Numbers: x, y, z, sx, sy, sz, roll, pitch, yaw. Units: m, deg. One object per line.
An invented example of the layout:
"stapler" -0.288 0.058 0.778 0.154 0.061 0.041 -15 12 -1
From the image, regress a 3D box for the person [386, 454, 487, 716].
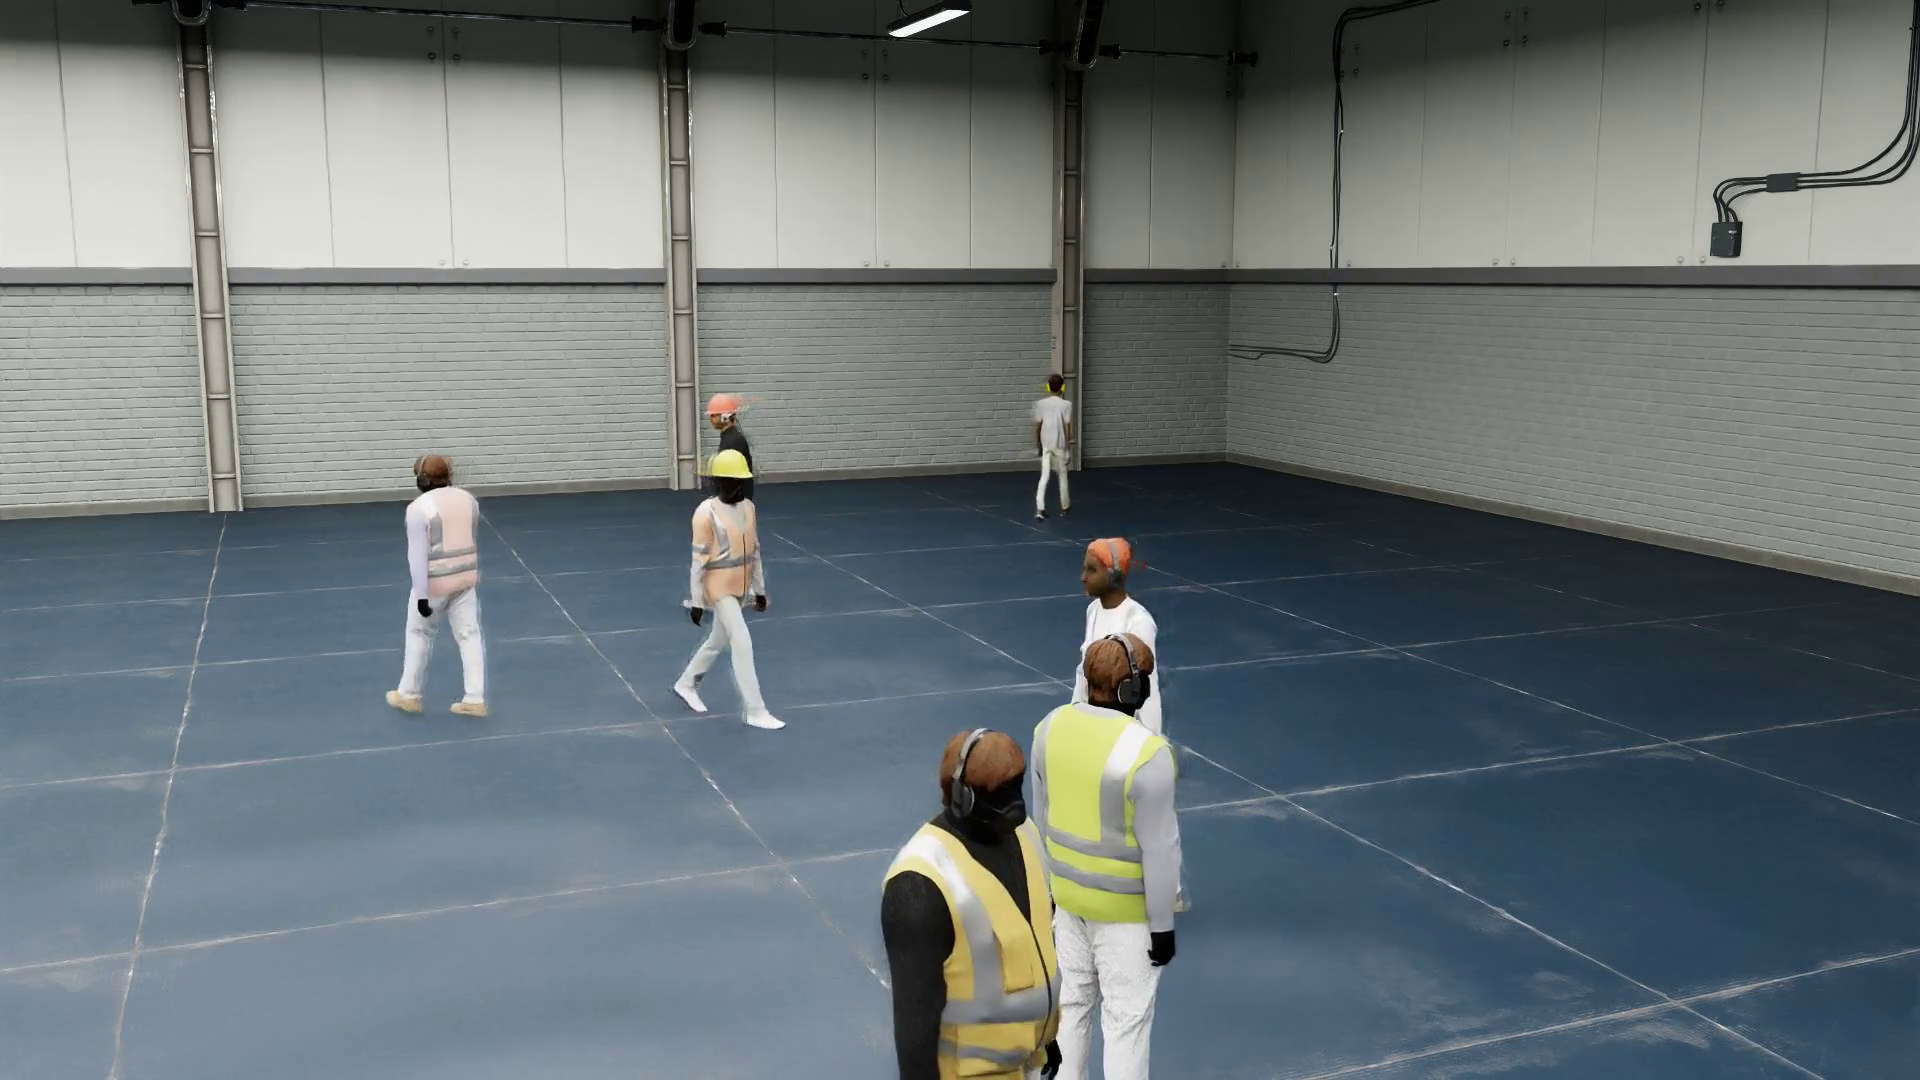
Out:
"person" -3.642 0.309 11.513 0.870 1.807 0.649 6 11 33

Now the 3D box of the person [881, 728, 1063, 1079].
"person" 0.059 1.405 4.537 0.429 1.845 0.640 6 11 31

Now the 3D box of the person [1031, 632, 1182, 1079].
"person" 0.518 1.222 5.671 0.430 1.844 0.624 -7 11 -38

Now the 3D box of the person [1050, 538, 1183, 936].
"person" 0.647 0.901 7.698 0.964 1.831 0.608 -2 9 -14

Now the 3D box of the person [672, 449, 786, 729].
"person" -1.617 0.309 11.291 0.986 1.886 0.597 5 10 27

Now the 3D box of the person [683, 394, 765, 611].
"person" -2.177 -0.339 15.090 0.895 1.954 0.660 -2 9 -11

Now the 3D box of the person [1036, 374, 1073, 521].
"person" 1.151 -1.152 20.698 0.527 1.823 1.026 4 10 24
